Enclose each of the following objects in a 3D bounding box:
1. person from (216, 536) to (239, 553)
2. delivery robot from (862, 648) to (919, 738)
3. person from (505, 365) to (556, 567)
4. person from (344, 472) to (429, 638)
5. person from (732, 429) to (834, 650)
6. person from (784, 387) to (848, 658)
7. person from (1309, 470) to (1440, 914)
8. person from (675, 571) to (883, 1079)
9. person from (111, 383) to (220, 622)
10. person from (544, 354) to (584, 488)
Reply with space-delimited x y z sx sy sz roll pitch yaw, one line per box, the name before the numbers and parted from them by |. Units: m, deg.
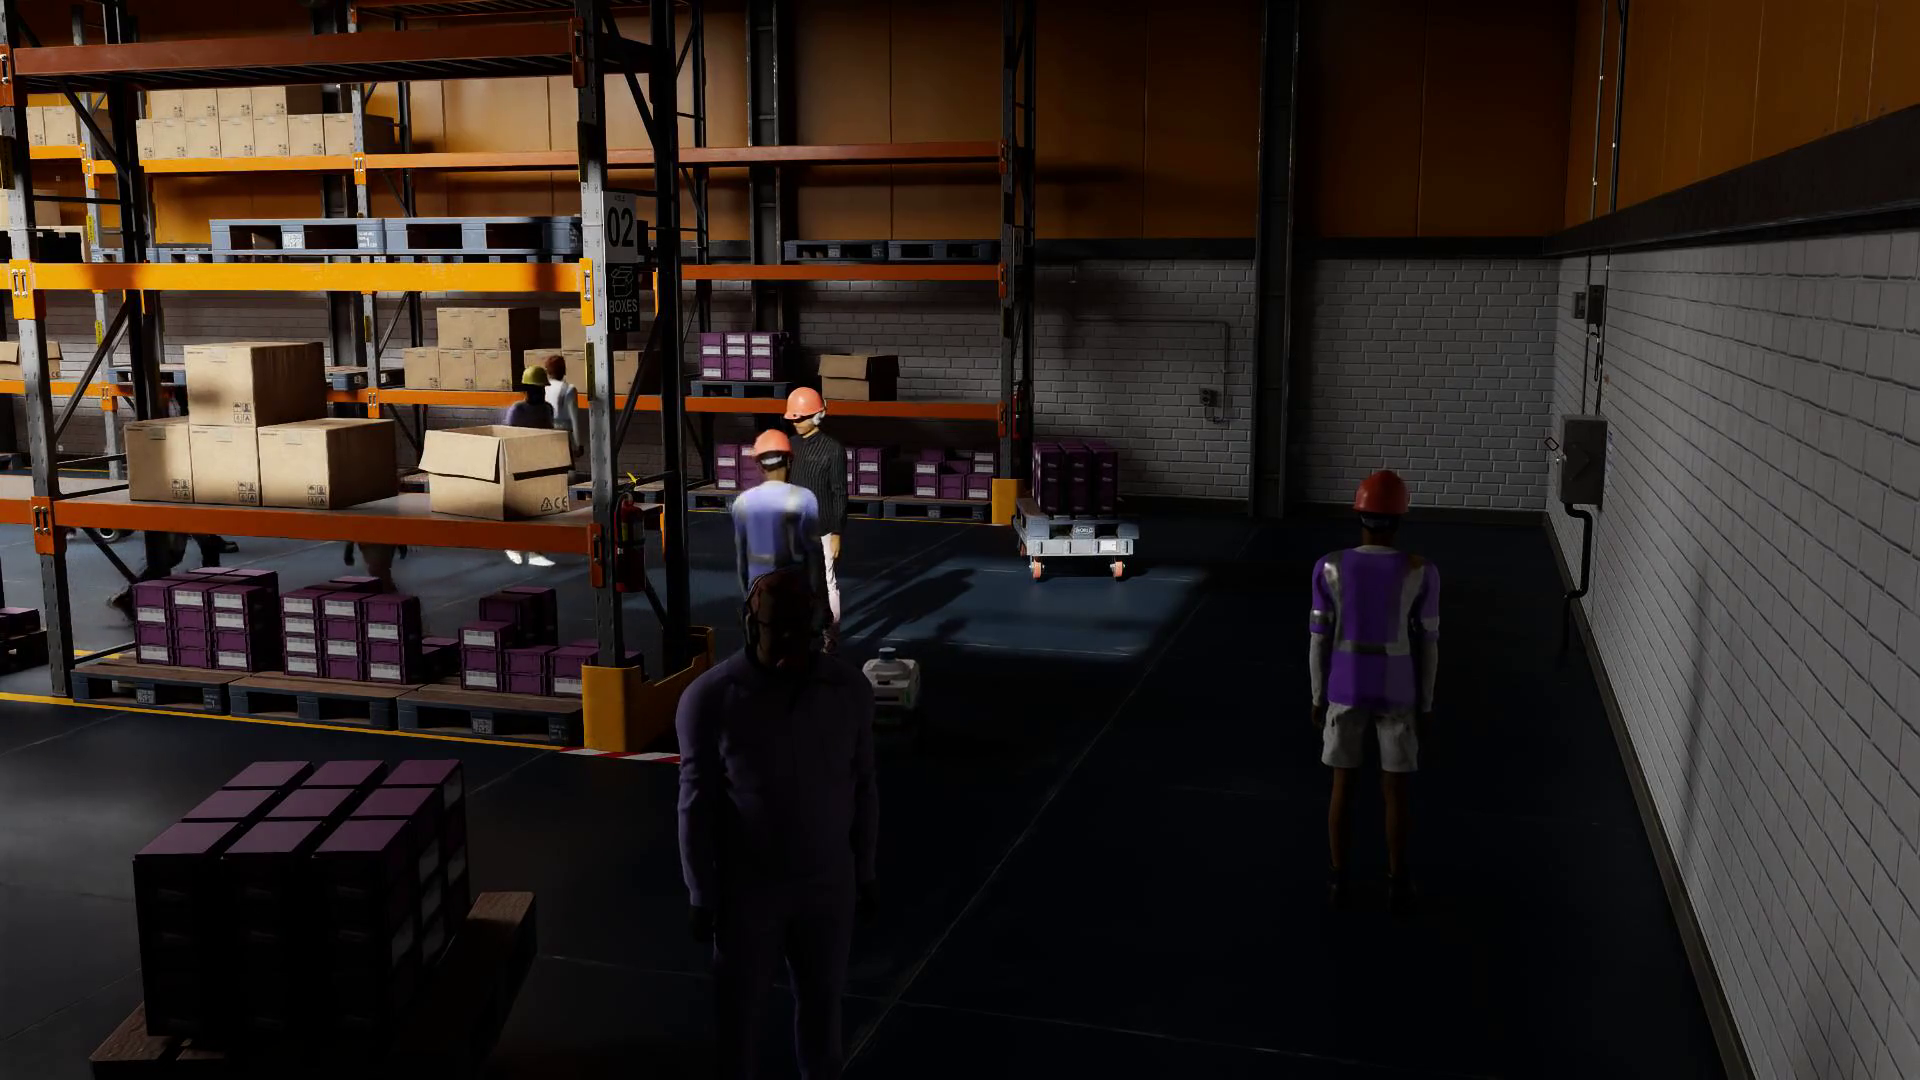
person | -7.354 -0.839 16.400 0.357 1.936 0.551 -4 10 -25
delivery robot | -0.429 0.880 9.842 0.477 0.478 0.707 0 9 2
person | -3.975 -0.678 15.529 0.459 1.911 0.584 4 10 23
person | -4.218 0.029 12.161 0.838 1.607 0.525 4 10 21
person | -1.011 0.331 9.406 0.635 1.892 0.589 5 10 27
person | -1.053 -0.078 11.617 0.609 1.986 0.392 7 12 38
person | 1.798 0.661 7.261 0.547 1.937 0.379 3 10 19
person | -0.532 1.034 5.086 0.645 1.908 0.408 -4 10 -25
person | -6.183 -0.281 13.097 0.924 1.925 0.637 -1 9 -6
person | -4.391 -1.082 18.074 0.601 1.870 0.644 4 10 25
